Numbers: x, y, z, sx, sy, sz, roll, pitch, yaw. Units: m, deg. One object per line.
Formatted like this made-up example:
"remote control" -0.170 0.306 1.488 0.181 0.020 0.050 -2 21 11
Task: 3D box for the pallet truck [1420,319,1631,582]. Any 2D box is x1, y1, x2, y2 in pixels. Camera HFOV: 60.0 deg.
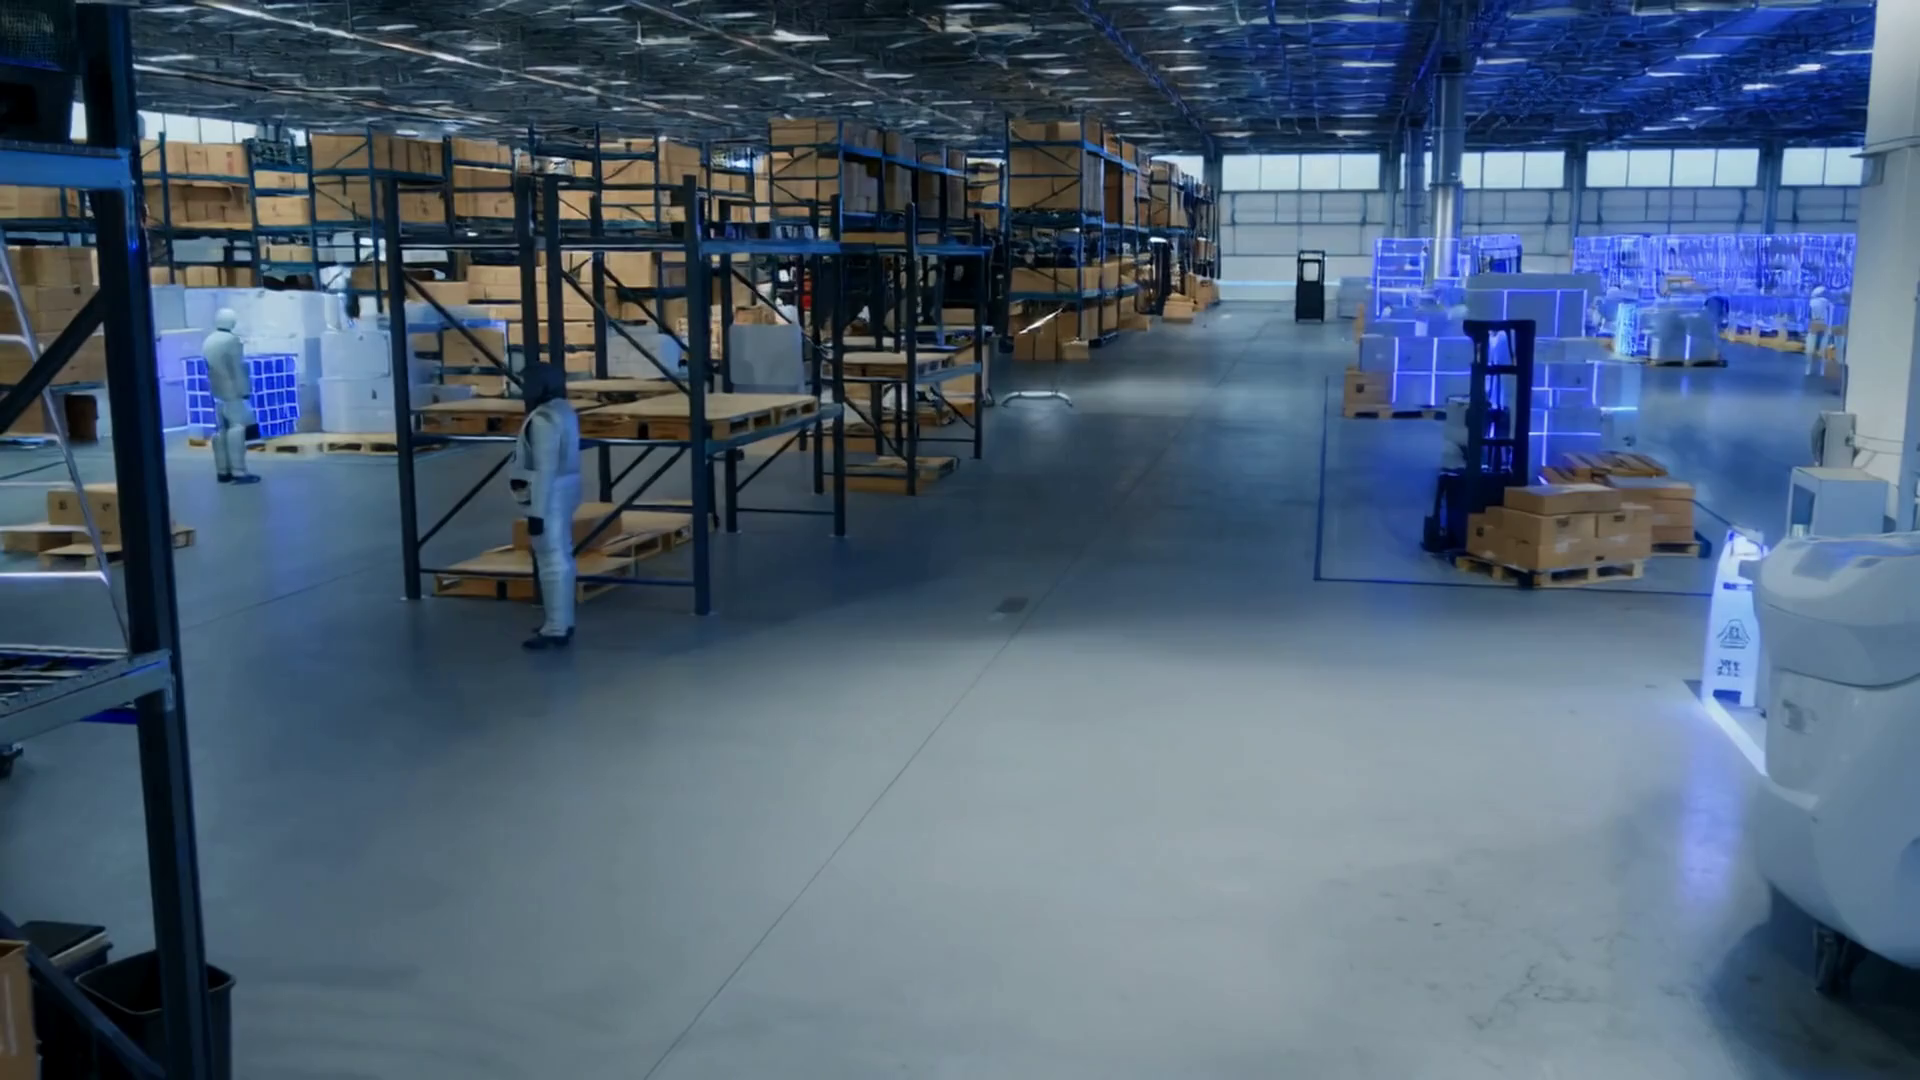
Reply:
"pallet truck" 4.543 -0.757 13.299 0.823 1.965 1.885 -4 10 -22

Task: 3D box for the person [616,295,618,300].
"person" -8.496 -5.251 41.000 0.525 1.631 0.320 1 10 4

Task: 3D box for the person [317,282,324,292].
"person" -15.560 -5.328 40.618 0.587 1.914 0.390 -2 10 -11

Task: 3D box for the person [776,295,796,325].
"person" -4.047 -4.887 38.788 0.891 1.650 0.534 6 12 33

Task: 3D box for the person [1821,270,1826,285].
"person" 42.858 -12.454 82.686 0.448 1.967 0.663 1 10 5

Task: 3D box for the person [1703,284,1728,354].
"person" 19.735 -5.767 43.489 0.628 1.814 0.518 3 10 16

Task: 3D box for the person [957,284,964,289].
"person" 0.035 -7.303 52.973 0.539 1.689 0.447 1 10 8

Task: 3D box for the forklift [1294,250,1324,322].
"forklift" 13.778 -10.002 65.433 1.129 2.768 1.873 2 10 12

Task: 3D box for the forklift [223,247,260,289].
"forklift" -20.193 -6.881 46.951 1.129 2.768 1.873 2 10 12

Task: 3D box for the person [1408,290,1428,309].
"person" 11.401 -5.378 41.479 0.543 1.708 0.859 -3 10 -15

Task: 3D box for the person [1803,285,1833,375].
"person" 18.372 -4.494 35.631 0.542 1.929 0.374 4 10 21

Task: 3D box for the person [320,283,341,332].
"person" -14.600 -4.959 38.386 0.630 1.931 0.366 -7 12 -35

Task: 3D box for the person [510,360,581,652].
"person" -2.629 -0.218 10.565 0.429 1.846 0.626 0 10 -2

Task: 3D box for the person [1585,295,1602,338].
"person" 14.597 -4.814 38.386 0.308 1.640 0.520 -2 10 -12

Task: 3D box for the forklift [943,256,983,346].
"forklift" 0.070 -6.781 46.361 1.129 2.768 1.873 2 10 12

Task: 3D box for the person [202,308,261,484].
"person" -8.076 -1.588 18.390 0.638 1.938 0.357 6 11 32

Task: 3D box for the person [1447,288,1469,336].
"person" 9.105 -3.674 30.723 0.488 1.954 0.618 -2 10 -12

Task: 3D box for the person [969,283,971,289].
"person" 0.470 -8.636 59.936 0.774 2.022 0.611 6 11 32

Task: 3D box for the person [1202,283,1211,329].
"person" 8.797 -8.329 59.212 0.287 1.632 0.503 1 10 4

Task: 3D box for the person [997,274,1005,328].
"person" 1.510 -8.607 60.008 0.401 1.922 0.567 5 11 27

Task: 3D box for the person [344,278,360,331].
"person" -15.776 -5.805 43.195 0.381 1.996 0.608 -5 11 -27

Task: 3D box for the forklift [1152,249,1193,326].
"forklift" 7.646 -9.320 61.395 1.873 2.768 1.129 2 10 11
